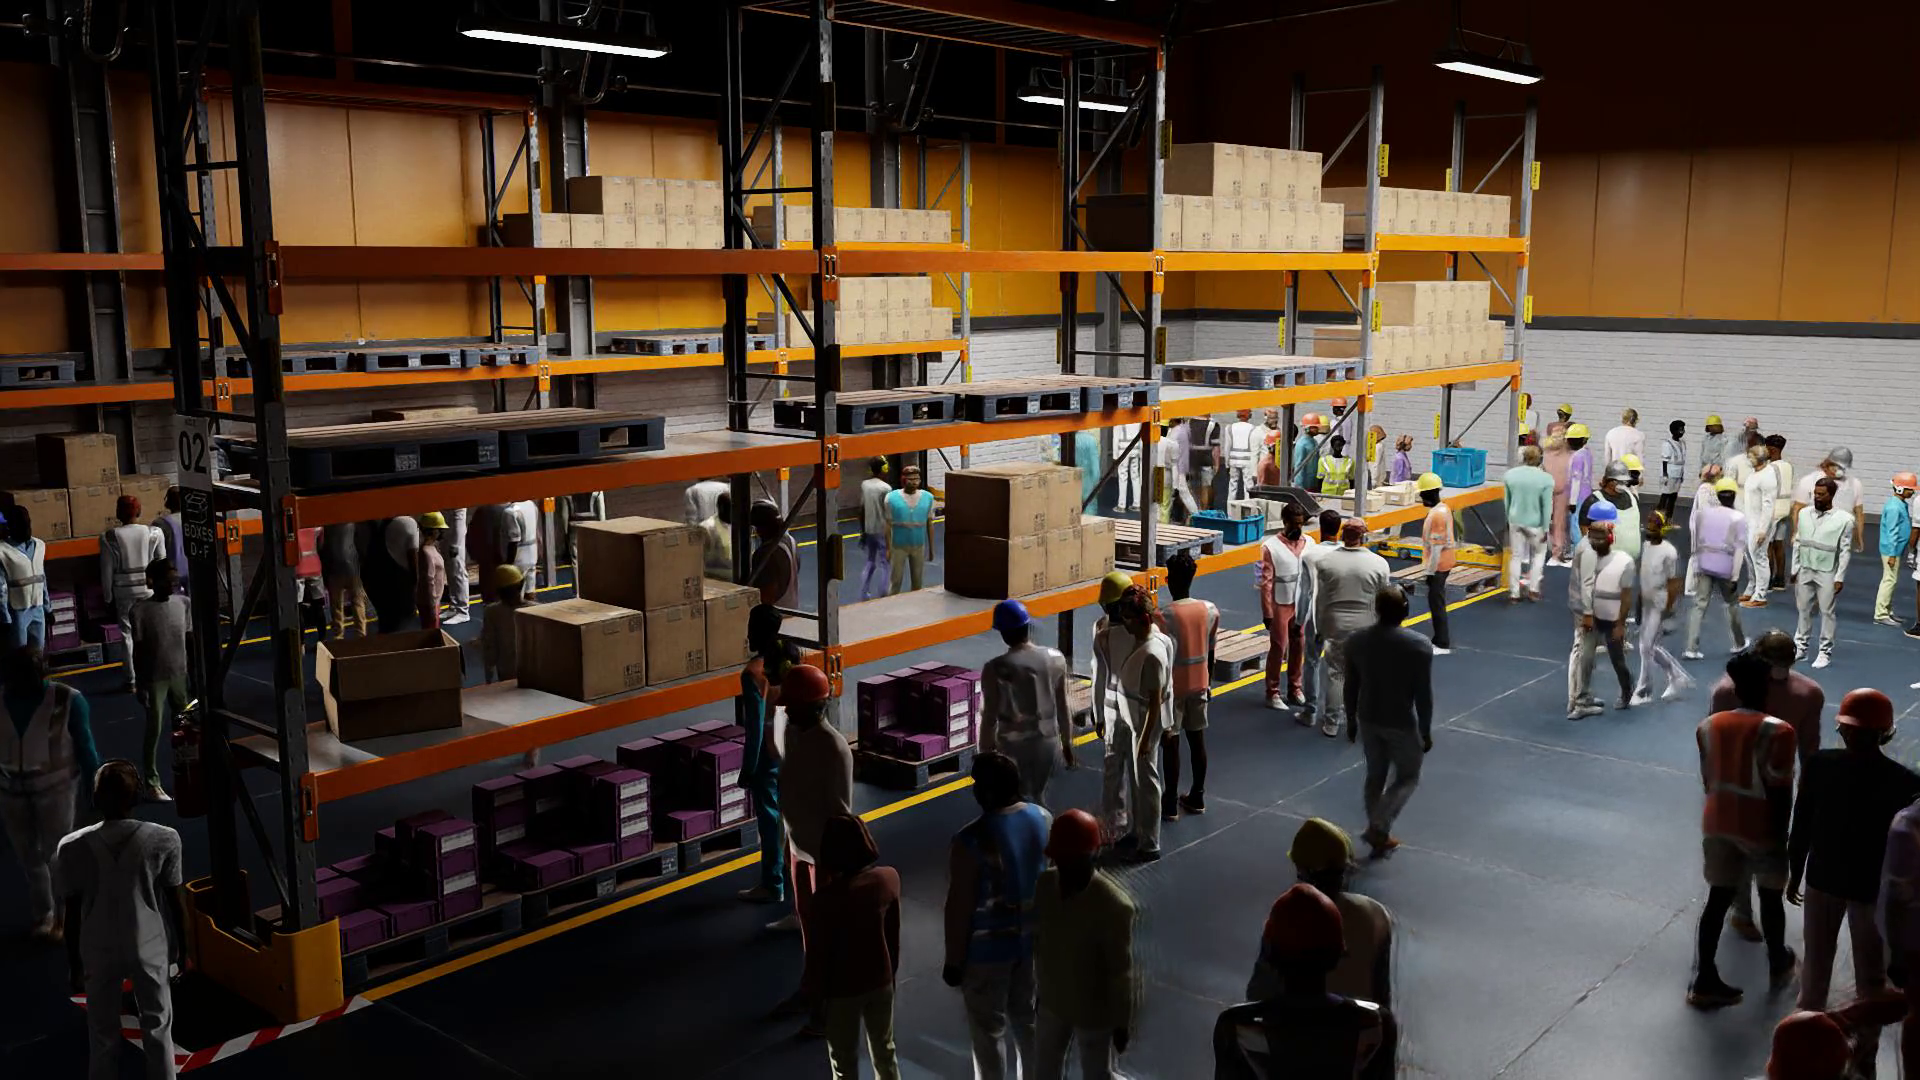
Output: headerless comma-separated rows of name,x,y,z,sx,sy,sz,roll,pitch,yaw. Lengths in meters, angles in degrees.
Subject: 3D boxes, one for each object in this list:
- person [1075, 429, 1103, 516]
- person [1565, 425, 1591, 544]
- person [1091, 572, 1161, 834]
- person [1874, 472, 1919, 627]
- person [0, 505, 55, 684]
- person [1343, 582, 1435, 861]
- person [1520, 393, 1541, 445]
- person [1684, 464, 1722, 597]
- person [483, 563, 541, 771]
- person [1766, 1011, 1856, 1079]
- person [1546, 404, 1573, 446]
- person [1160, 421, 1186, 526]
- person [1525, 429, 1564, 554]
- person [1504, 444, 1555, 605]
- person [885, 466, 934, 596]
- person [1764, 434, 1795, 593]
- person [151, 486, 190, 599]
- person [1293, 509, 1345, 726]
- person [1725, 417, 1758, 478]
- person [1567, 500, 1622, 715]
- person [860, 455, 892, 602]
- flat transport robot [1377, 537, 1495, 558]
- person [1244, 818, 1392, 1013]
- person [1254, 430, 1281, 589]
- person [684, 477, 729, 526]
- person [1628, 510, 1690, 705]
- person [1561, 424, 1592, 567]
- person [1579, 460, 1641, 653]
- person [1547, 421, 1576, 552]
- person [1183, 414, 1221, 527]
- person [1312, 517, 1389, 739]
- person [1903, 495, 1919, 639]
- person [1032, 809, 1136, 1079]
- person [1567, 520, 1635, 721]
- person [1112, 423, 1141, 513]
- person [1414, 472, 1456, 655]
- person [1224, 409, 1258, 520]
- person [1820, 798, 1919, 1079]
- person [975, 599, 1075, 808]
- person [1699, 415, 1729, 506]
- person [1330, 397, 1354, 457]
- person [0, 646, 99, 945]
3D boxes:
person,1.781,-0.845,23.844,0.438,1.881,0.716,-5,11,-27
person,8.800,-0.769,23.725,0.526,1.760,0.340,-6,11,-31
person,1.144,1.163,11.741,0.589,1.912,0.396,9,13,44
person,10.477,0.099,18.598,0.353,1.739,0.574,7,12,34
person,-8.373,0.634,14.863,0.386,1.918,0.595,2,10,11
person,2.870,1.239,11.219,0.646,1.929,0.536,8,13,40
person,9.423,-1.514,27.793,0.584,1.882,0.337,-4,10,-22
person,9.030,-0.115,20.204,0.325,1.629,0.520,6,11,32
person,-3.468,1.013,13.130,0.528,1.731,0.771,0,10,2
person,2.675,2.336,5.303,0.549,1.706,0.819,7,12,37
person,9.821,-1.350,27.207,0.342,1.756,0.534,-7,12,-36
person,3.275,-1.176,25.440,0.382,1.996,0.608,0,10,2
person,7.801,-0.593,22.523,0.820,1.816,0.577,6,11,34
person,6.759,-0.182,19.757,0.632,1.918,0.634,8,12,38
person,-0.565,0.076,18.489,0.575,1.829,0.408,-3,10,-18
person,10.030,-0.330,20.535,0.608,1.955,0.376,-7,12,-36
person,-7.788,0.377,16.653,0.510,1.839,0.346,-7,12,-37
person,3.233,0.685,14.605,0.603,1.904,0.386,-2,10,-13
person,11.063,-0.788,23.428,0.657,1.896,0.402,-4,10,-24
person,5.704,0.601,15.013,0.419,1.939,0.611,4,10,24
person,-0.944,-0.069,19.225,0.336,1.871,0.543,-8,13,-41
flat transport robot,6.506,0.143,22.705,1.431,0.197,0.652,9,13,42
person,1.410,2.021,6.931,0.593,1.795,0.836,-5,11,-28
person,3.874,-0.379,20.683,0.387,1.996,0.611,6,11,32
person,-2.890,-0.049,19.057,0.555,1.894,0.963,-4,10,-23
person,6.431,0.626,15.223,0.722,1.831,0.556,-1,10,-6
person,8.211,-0.589,22.187,0.394,1.918,0.592,5,11,29
person,6.816,0.161,17.324,0.691,2.000,0.535,-3,10,-17
person,8.498,-0.757,23.417,0.349,1.839,0.504,7,12,36
person,3.689,-1.188,25.423,0.613,2.031,0.410,5,11,27
person,3.336,0.751,14.203,0.642,1.909,0.399,3,10,19
person,10.531,0.103,17.938,0.610,1.958,0.367,0,10,0
person,0.561,1.994,7.322,0.725,1.733,0.575,-9,13,-42
person,5.791,0.689,14.884,0.859,1.807,0.559,-8,13,-40
person,2.732,-1.381,27.037,0.575,1.877,0.353,-5,11,-28
person,4.904,0.246,17.235,0.440,1.905,0.595,2,10,13
person,4.361,-1.156,25.699,0.571,1.876,0.348,4,10,25
person,4.450,1.824,7.877,0.638,1.886,0.722,-7,12,-37
person,0.381,1.317,10.786,0.631,1.914,0.750,-4,10,-24
person,11.547,-1.061,25.544,0.341,1.734,0.482,-4,10,-23
person,6.051,-1.348,26.639,0.356,1.939,0.543,9,13,43
person,-5.497,1.521,9.853,0.659,1.821,0.580,-2,10,-10
